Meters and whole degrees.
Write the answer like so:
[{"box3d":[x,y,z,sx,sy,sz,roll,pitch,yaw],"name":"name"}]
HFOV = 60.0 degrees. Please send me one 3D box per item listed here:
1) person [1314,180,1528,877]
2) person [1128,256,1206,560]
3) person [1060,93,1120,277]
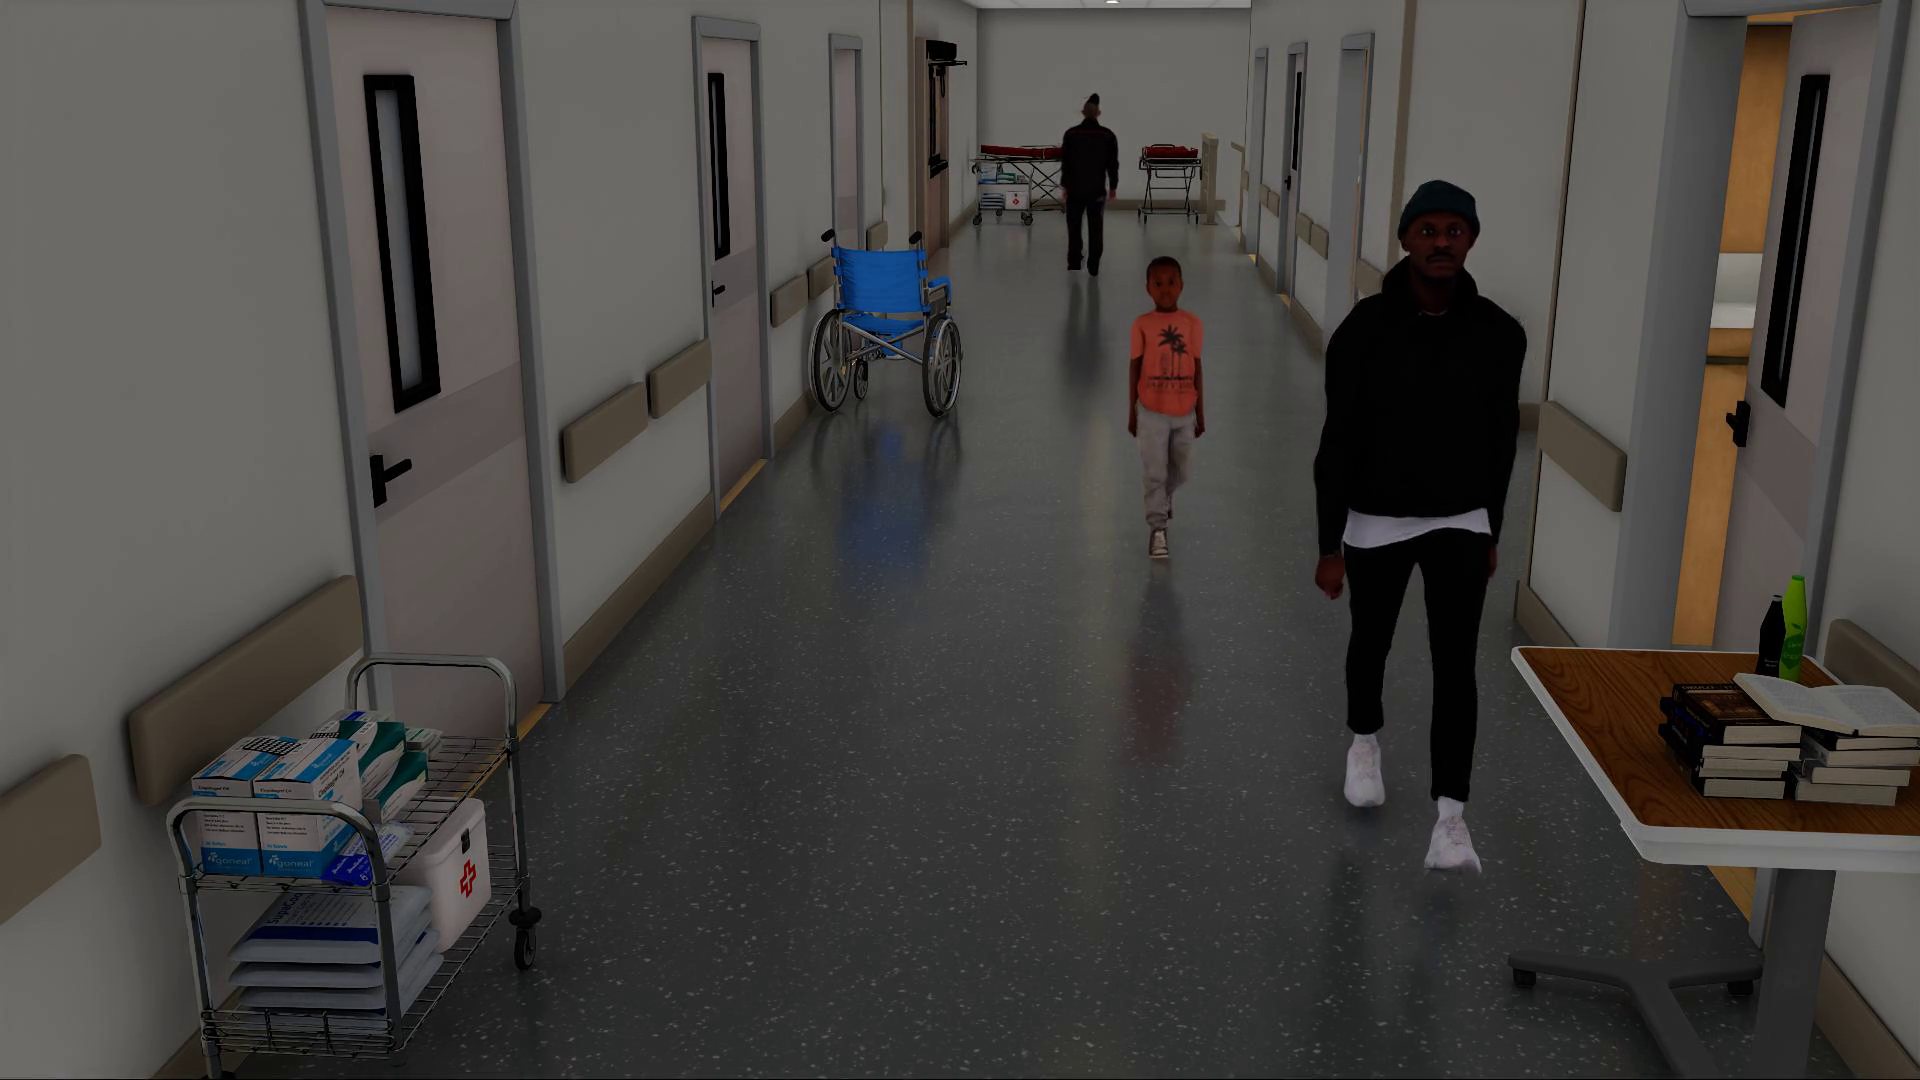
[{"box3d":[1.218,-0.047,4.531,0.704,1.769,1.165,2,16,6],"name":"person"},{"box3d":[0.907,-0.594,7.340,0.531,1.296,0.820,0,16,1],"name":"person"},{"box3d":[1.327,-3.662,17.219,0.811,1.841,0.841,0,16,0],"name":"person"}]
